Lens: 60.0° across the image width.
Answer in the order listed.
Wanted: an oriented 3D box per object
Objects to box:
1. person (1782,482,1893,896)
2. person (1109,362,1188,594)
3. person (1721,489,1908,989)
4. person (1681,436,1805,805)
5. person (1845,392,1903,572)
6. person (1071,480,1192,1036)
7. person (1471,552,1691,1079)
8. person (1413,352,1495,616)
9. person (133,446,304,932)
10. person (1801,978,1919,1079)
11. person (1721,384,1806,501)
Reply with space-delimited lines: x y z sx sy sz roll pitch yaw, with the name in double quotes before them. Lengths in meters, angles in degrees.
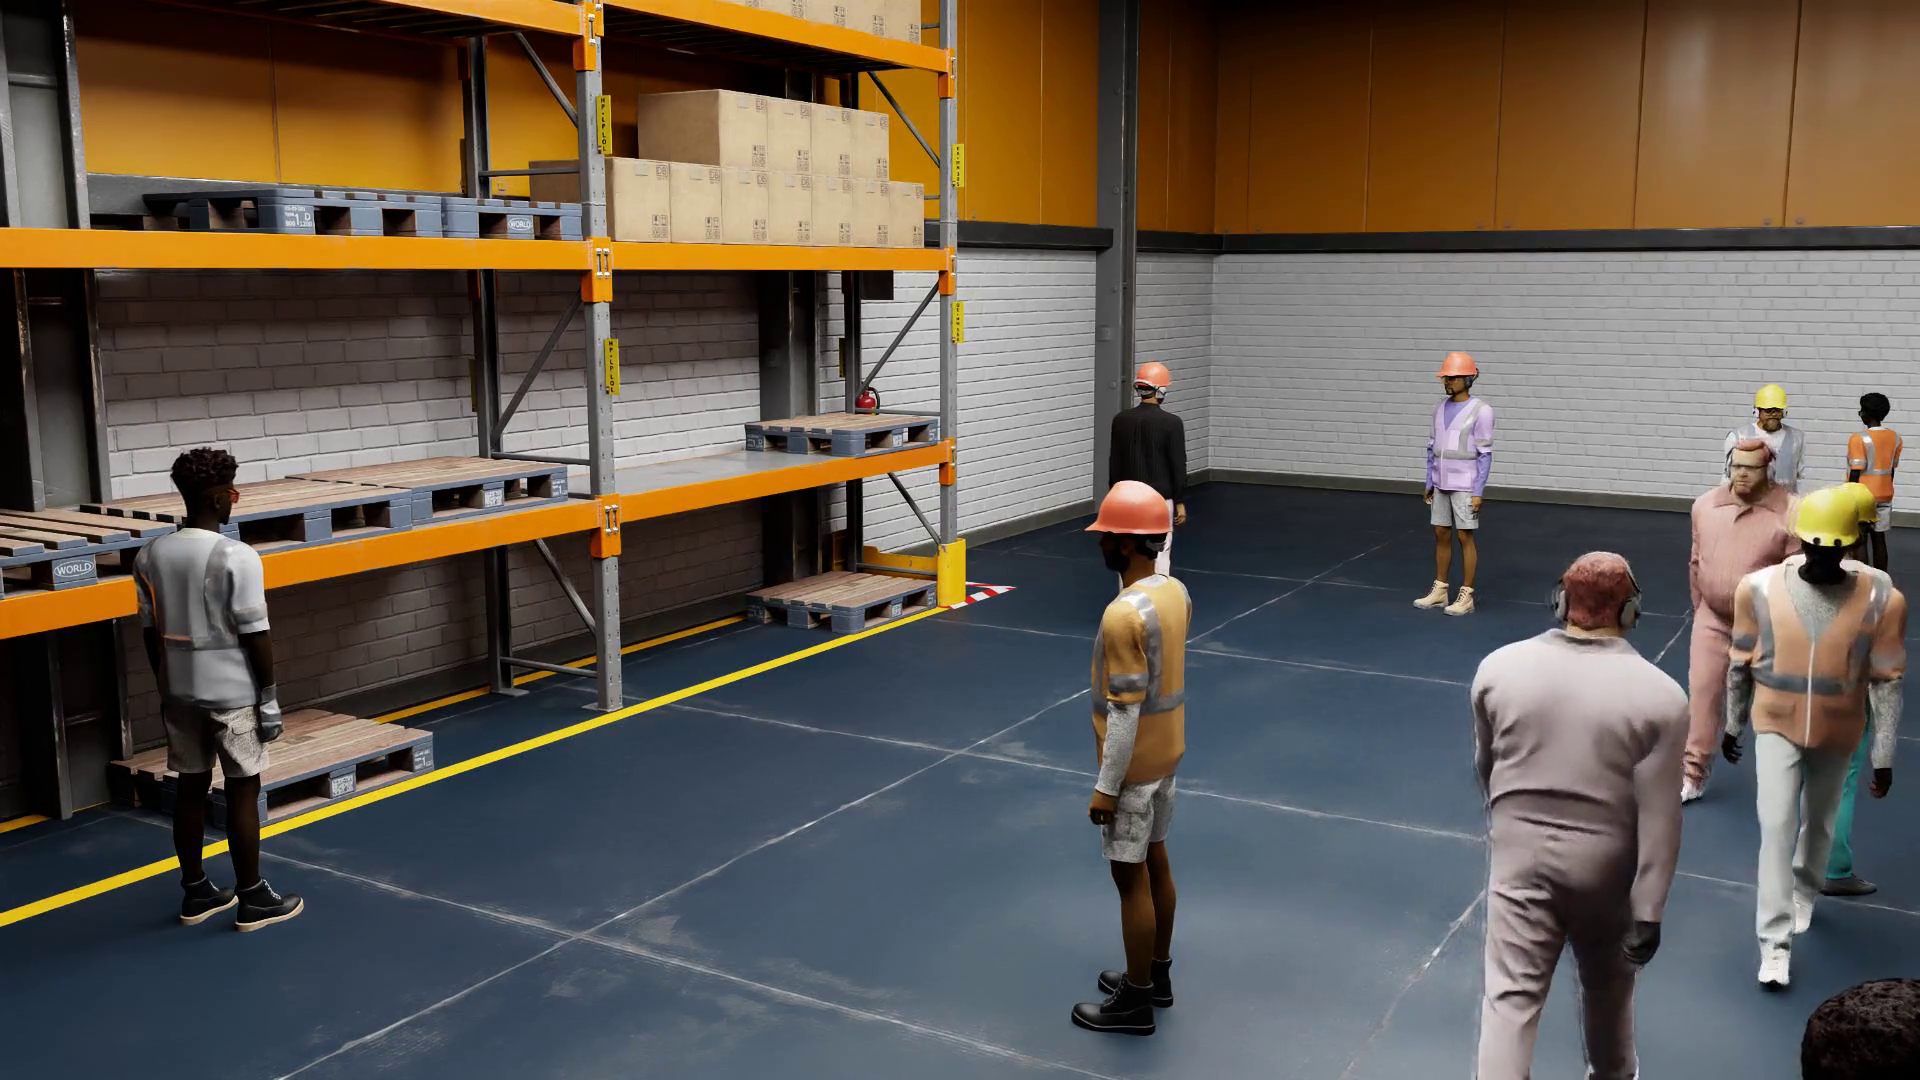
"person" 3.737 0.632 7.132 0.312 1.767 0.533 -5 10 -28
"person" 1.414 -0.322 12.384 0.628 1.991 0.396 6 11 34
"person" 3.261 0.710 6.378 0.603 1.860 1.003 4 10 26
"person" 3.973 0.393 8.392 1.035 1.850 0.648 -9 13 -43
"person" 7.320 -0.340 13.410 0.542 1.697 0.316 -4 10 -24
"person" 0.598 0.757 5.818 0.354 1.939 0.545 4 10 25
"person" 1.788 0.960 4.891 0.627 1.844 1.077 6 11 32
"person" 3.841 -0.435 12.932 0.374 2.044 0.606 -5 10 -30
"person" -2.995 0.602 6.699 0.607 1.966 0.367 3 10 18
"person" 0.966 1.398 1.874 0.387 1.919 0.594 7 11 37
"person" 5.989 -0.245 12.399 0.603 1.830 0.404 1 9 5
